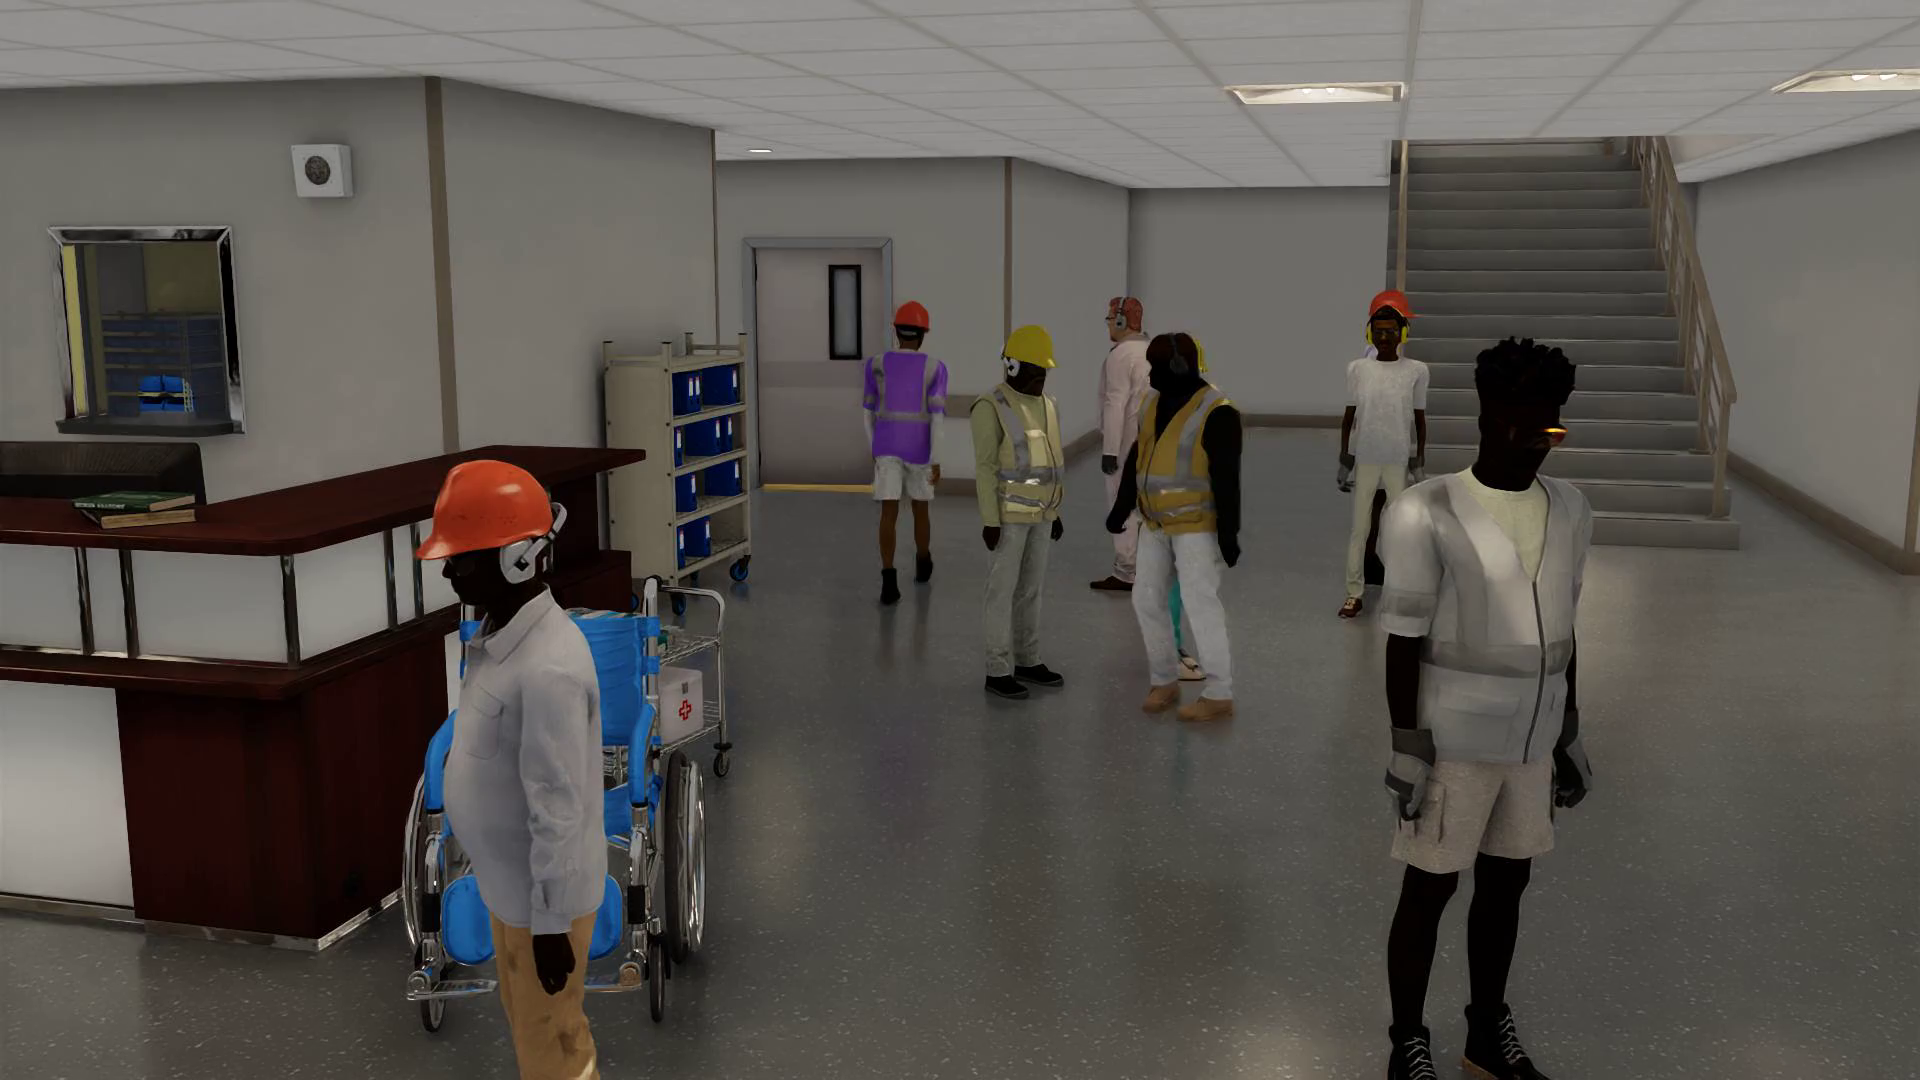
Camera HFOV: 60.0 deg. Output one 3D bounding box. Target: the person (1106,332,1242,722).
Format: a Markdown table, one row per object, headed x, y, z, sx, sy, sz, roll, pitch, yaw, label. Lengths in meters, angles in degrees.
| x | y | z | sx | sy | sz | roll | pitch | yaw | label |
| --- | --- | --- | --- | --- | --- | --- | --- | --- | --- |
| 1.005 | -0.065 | 7.804 | 0.529 | 1.805 | 0.647 | -6 | 11 | -30 | person |

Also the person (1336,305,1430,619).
| x | y | z | sx | sy | sz | roll | pitch | yaw | label |
| --- | --- | --- | --- | --- | --- | --- | --- | --- | --- |
| 2.501 | -0.450 | 9.862 | 0.528 | 1.871 | 0.323 | 3 | 10 | 16 | person |

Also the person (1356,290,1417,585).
| x | y | z | sx | sy | sz | roll | pitch | yaw | label |
| --- | --- | --- | --- | --- | --- | --- | --- | --- | --- |
| 2.794 | -0.673 | 10.974 | 0.354 | 1.939 | 0.544 | 2 | 10 | 9 | person |

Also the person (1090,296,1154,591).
| x | y | z | sx | sy | sz | roll | pitch | yaw | label |
| --- | --- | --- | --- | --- | --- | --- | --- | --- | --- |
| 1.077 | -0.624 | 10.816 | 0.398 | 1.899 | 0.649 | 6 | 11 | 30 | person |

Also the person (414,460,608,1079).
| x | y | z | sx | sy | sz | roll | pitch | yaw | label |
| --- | --- | --- | --- | --- | --- | --- | --- | --- | --- |
| -0.927 | 0.696 | 3.488 | 0.352 | 1.743 | 0.564 | -5 | 11 | -25 | person |

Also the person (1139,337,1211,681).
| x | y | z | sx | sy | sz | roll | pitch | yaw | label |
| --- | --- | --- | --- | --- | --- | --- | --- | --- | --- |
| 1.131 | -0.171 | 8.582 | 0.405 | 1.748 | 0.530 | 5 | 11 | 26 | person |

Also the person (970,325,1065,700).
| x | y | z | sx | sy | sz | roll | pitch | yaw | label |
| --- | --- | --- | --- | --- | --- | --- | --- | --- | --- |
| 0.312 | -0.144 | 8.201 | 0.403 | 1.823 | 0.586 | 8 | 12 | 38 | person |

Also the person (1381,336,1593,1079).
| x | y | z | sx | sy | sz | roll | pitch | yaw | label |
| --- | --- | --- | --- | --- | --- | --- | --- | --- | --- |
| 1.311 | 0.480 | 4.123 | 0.603 | 1.959 | 0.376 | -4 | 11 | -23 | person |

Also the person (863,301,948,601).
| x | y | z | sx | sy | sz | roll | pitch | yaw | label |
| --- | --- | --- | --- | --- | --- | --- | --- | --- | --- |
| -0.351 | -0.574 | 10.624 | 0.550 | 1.873 | 1.056 | 0 | 10 | 2 | person |
